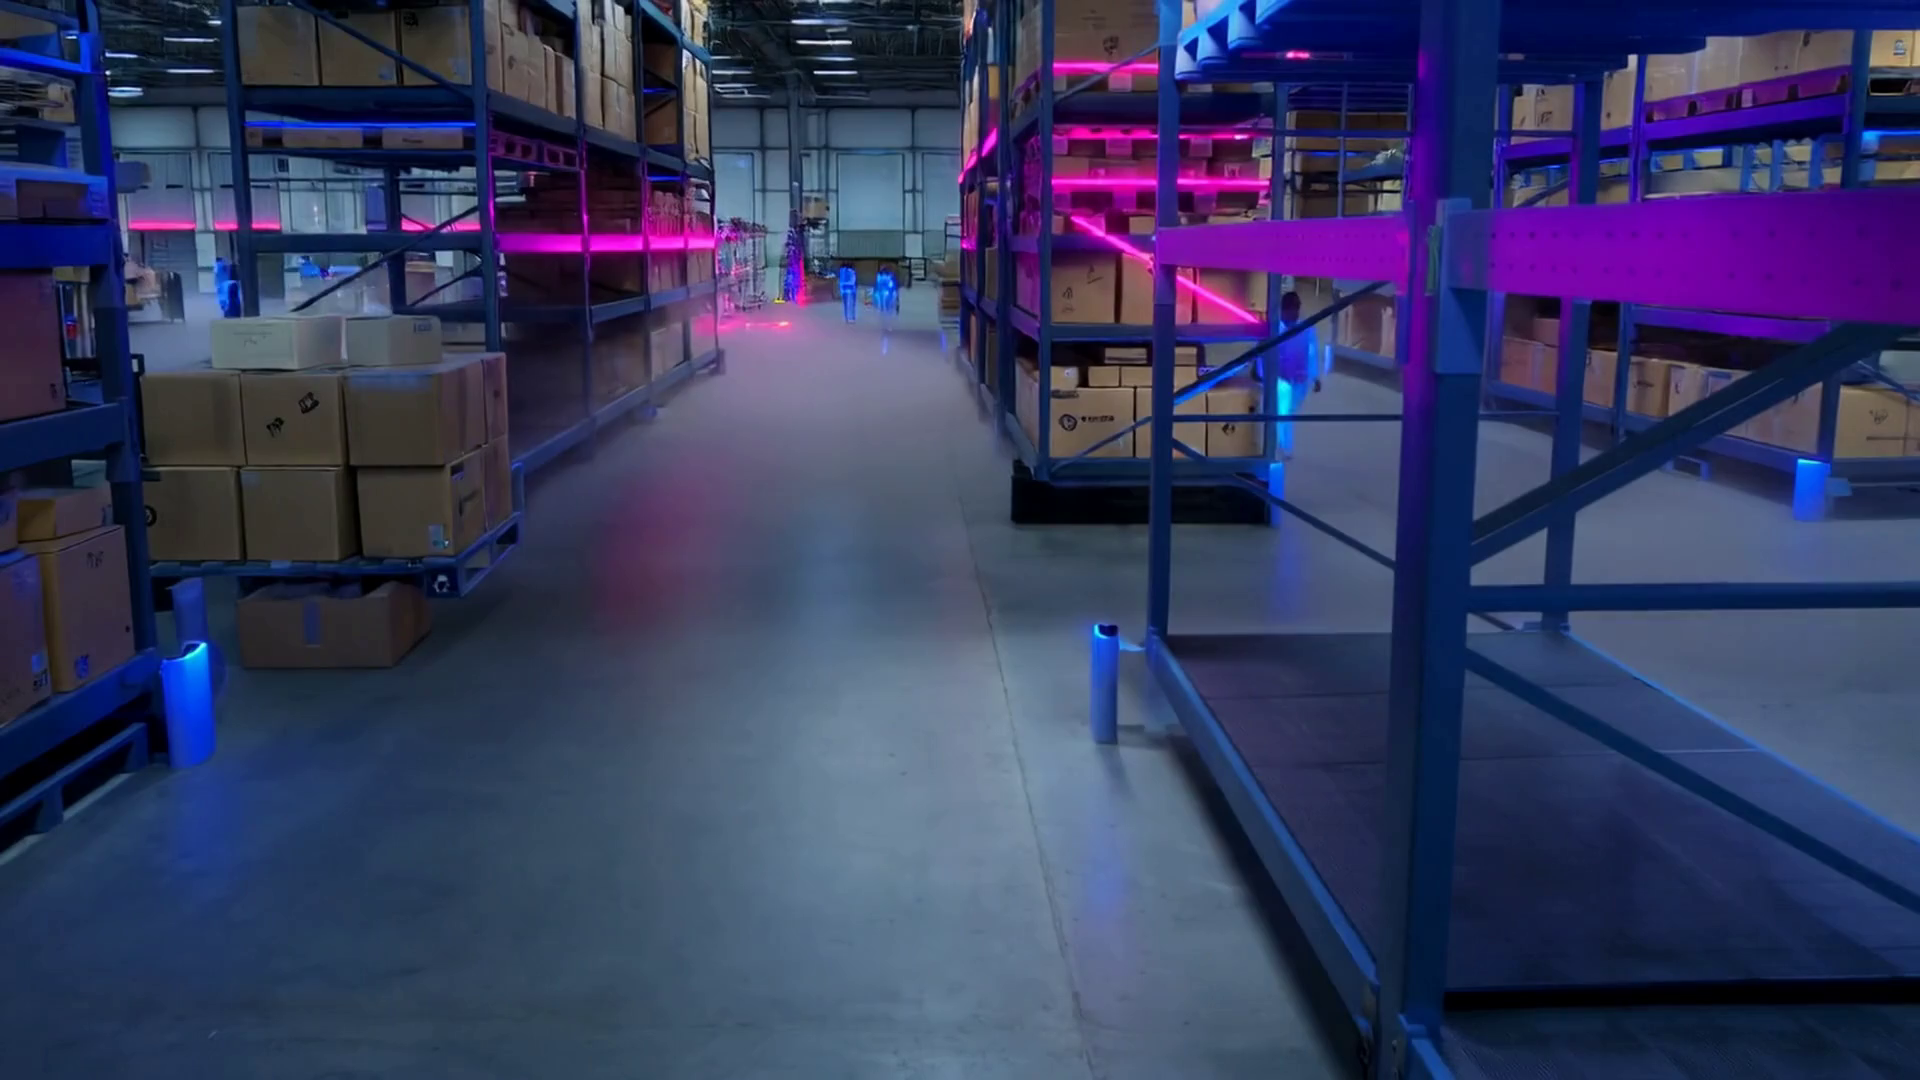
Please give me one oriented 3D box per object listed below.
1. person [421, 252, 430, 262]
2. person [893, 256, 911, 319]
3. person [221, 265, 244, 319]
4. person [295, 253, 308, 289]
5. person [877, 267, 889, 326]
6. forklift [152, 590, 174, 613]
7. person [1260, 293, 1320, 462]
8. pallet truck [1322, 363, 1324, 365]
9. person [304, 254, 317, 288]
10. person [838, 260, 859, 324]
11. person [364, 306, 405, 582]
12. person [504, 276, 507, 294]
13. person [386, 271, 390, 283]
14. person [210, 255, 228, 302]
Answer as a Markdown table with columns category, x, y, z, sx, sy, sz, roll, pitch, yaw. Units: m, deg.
| category | x | y | z | sx | sy | sz | roll | pitch | yaw |
| --- | --- | --- | --- | --- | --- | --- | --- | --- | --- |
| person | -22.174 | -11.031 | 69.294 | 0.870 | 1.892 | 0.606 | -2 | 10 | -12 |
| person | -1.676 | -7.314 | 48.520 | 0.585 | 1.929 | 0.370 | 6 | 12 | 30 |
| person | -14.252 | -4.476 | 32.856 | 0.999 | 1.868 | 0.620 | -6 | 12 | -30 |
| person | -23.588 | -9.326 | 59.739 | 0.505 | 1.926 | 0.547 | -9 | 14 | -42 |
| person | -2.137 | -6.791 | 46.458 | 0.311 | 1.627 | 0.589 | 6 | 12 | 29 |
| forklift | -5.858 | -0.811 | 9.639 | 1.873 | 2.768 | 1.129 | -1 | 10 | -3 |
| person | 3.558 | -1.776 | 18.020 | 0.622 | 1.805 | 0.930 | -1 | 10 | -3 |
| pallet truck | 7.712 | -4.157 | 30.737 | 1.885 | 1.965 | 0.823 | 3 | 11 | 16 |
| person | -25.311 | -10.207 | 64.879 | 0.430 | 1.845 | 0.624 | 2 | 10 | 10 |
| person | -3.210 | -7.117 | 47.735 | 0.588 | 1.832 | 1.007 | 0 | 10 | 0 |
| person | -3.777 | -0.653 | 11.451 | 0.718 | 1.915 | 0.556 | -1 | 10 | -7 |
| person | -10.085 | -5.511 | 38.159 | 0.692 | 2.000 | 0.966 | 0 | 10 | 2 |
| person | -18.790 | -8.388 | 55.177 | 0.321 | 1.690 | 0.533 | 7 | 12 | 35 |
| person | -28.727 | -10.136 | 64.533 | 0.636 | 1.819 | 0.675 | -6 | 12 | -30 |
